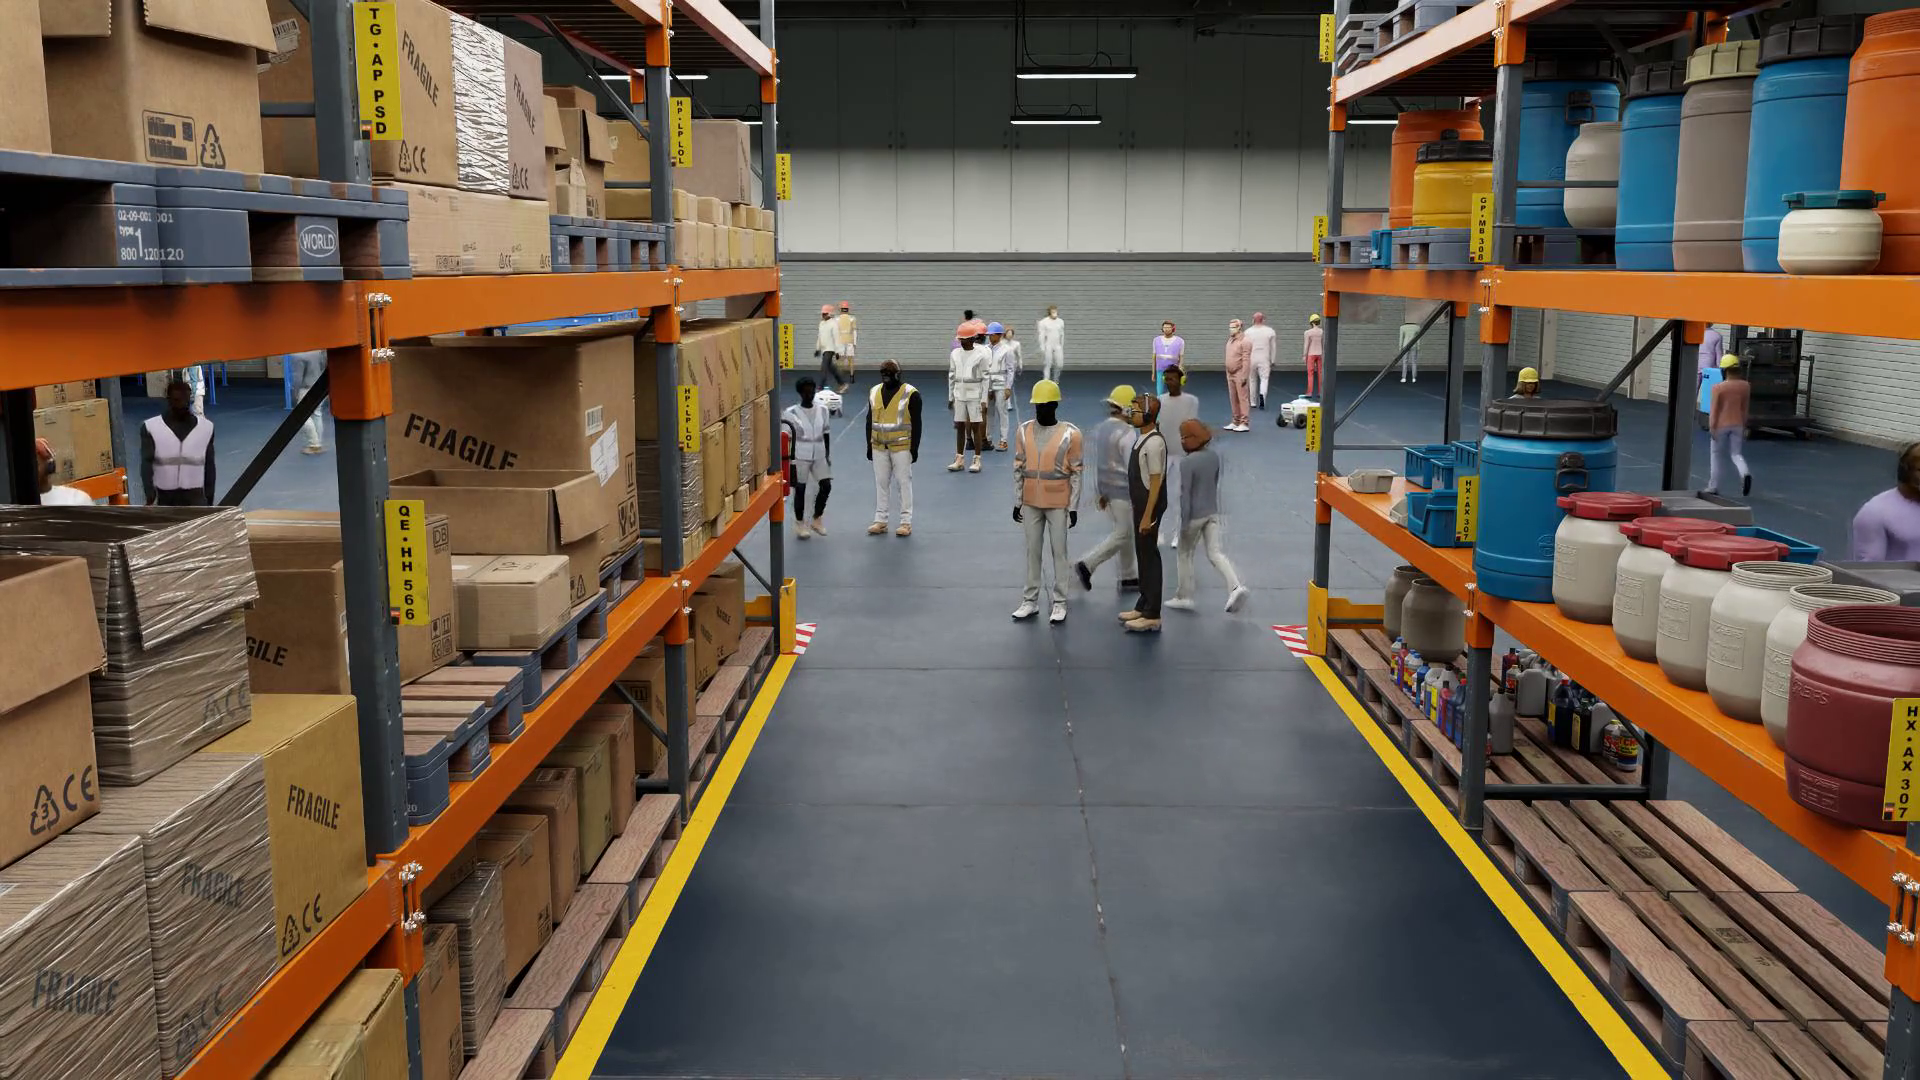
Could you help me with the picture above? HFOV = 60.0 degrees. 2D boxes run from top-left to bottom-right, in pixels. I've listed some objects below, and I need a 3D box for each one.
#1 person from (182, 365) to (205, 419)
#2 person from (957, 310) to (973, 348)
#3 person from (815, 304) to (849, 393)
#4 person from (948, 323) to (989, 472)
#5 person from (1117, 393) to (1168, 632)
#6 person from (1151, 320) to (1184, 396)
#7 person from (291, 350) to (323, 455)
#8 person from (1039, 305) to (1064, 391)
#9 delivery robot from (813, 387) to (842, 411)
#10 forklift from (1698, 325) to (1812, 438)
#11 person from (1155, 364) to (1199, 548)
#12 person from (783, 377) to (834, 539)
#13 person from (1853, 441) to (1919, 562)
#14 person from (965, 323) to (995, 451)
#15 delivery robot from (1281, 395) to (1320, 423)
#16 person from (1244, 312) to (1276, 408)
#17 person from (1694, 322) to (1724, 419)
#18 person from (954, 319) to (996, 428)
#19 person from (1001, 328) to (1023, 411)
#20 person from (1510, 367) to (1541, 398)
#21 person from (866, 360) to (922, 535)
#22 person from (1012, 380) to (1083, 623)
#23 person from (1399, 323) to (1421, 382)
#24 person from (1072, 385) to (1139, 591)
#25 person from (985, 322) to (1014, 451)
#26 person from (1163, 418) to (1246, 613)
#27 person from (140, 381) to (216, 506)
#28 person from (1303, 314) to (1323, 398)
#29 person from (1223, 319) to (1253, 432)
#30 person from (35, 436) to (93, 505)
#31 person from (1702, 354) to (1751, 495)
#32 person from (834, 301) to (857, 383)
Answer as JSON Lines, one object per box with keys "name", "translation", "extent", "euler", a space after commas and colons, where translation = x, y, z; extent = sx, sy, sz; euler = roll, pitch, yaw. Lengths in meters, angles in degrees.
{"name": "person", "translation": [-11.721, -2.206, 25.459], "extent": [0.310, 1.639, 0.514], "euler": [-4, 10, -20]}
{"name": "person", "translation": [0.126, -4.855, 41.222], "extent": [0.706, 1.676, 0.543], "euler": [7, 12, 36]}
{"name": "person", "translation": [-2.815, -4.146, 36.144], "extent": [0.964, 1.959, 0.612], "euler": [-6, 11, -34]}
{"name": "person", "translation": [0.098, -1.946, 22.726], "extent": [0.605, 2.033, 0.392], "euler": [5, 11, 28]}
{"name": "person", "translation": [1.438, -0.224, 12.970], "extent": [0.345, 1.846, 0.508], "euler": [-1, 9, -3]}
{"name": "person", "translation": [3.653, -2.943, 29.253], "extent": [0.567, 1.846, 0.389], "euler": [3, 10, 19]}
{"name": "person", "translation": [-9.718, -2.221, 24.814], "extent": [0.362, 1.896, 0.714], "euler": [1, 10, 6]}
{"name": "person", "translation": [2.028, -4.187, 36.473], "extent": [0.626, 1.924, 0.453], "euler": [-4, 10, -24]}
{"name": "delivery robot", "translation": [-2.483, -2.615, 30.997], "extent": [0.477, 0.478, 0.707], "euler": [-5, 11, -28]}
{"name": "forklift", "translation": [13.248, -3.165, 27.620], "extent": [1.129, 2.768, 1.873], "euler": [0, 9, 1]}
{"name": "person", "translation": [2.119, -0.812, 16.519], "extent": [0.537, 1.840, 0.759], "euler": [4, 10, 24]}
{"name": "person", "translation": [-1.556, -0.842, 17.150], "extent": [0.559, 1.676, 0.476], "euler": [-5, 11, -30]}
{"name": "person", "translation": [5.143, 0.420, 8.973], "extent": [0.660, 1.886, 1.006], "euler": [-1, 10, -7]}
{"name": "person", "translation": [0.287, -2.343, 25.393], "extent": [0.551, 1.933, 0.369], "euler": [6, 11, 33]}
{"name": "delivery robot", "translation": [5.936, -2.276, 28.965], "extent": [0.707, 0.478, 0.477], "euler": [-7, 12, -35]}
{"name": "person", "translation": [5.856, -3.520, 32.603], "extent": [0.647, 1.885, 0.797], "euler": [2, 10, 12]}
{"name": "person", "translation": [13.554, -3.149, 30.307], "extent": [0.686, 1.906, 0.403], "euler": [8, 12, 39]}
{"name": "person", "translation": [0.281, -2.827, 28.441], "extent": [0.606, 1.881, 0.922], "euler": [-8, 13, -41]}
{"name": "person", "translation": [0.938, -3.302, 32.185], "extent": [0.526, 1.589, 0.912], "euler": [-2, 10, -12]}
{"name": "person", "translation": [6.000, -0.963, 17.699], "extent": [0.484, 1.744, 0.296], "euler": [-2, 10, -10]}
{"name": "person", "translation": [-0.717, -0.974, 17.480], "extent": [0.633, 1.840, 0.429], "euler": [5, 11, 25]}
{"name": "person", "translation": [0.686, -0.313, 13.258], "extent": [0.585, 1.929, 0.371], "euler": [5, 11, 27]}
{"name": "person", "translation": [10.735, -4.583, 39.715], "extent": [0.498, 1.633, 0.279], "euler": [1, 10, 9]}
{"name": "person", "translation": [1.323, -0.432, 14.320], "extent": [0.724, 1.807, 0.588], "euler": [-3, 10, -16]}
{"name": "person", "translation": [0.538, -2.340, 25.339], "extent": [0.601, 1.948, 0.386], "euler": [7, 12, 36]}
{"name": "person", "translation": [2.000, -0.192, 13.531], "extent": [0.495, 1.600, 0.772], "euler": [-8, 12, -40]}
{"name": "person", "translation": [-6.594, -0.416, 14.079], "extent": [0.609, 1.864, 1.023], "euler": [-7, 11, -34]}
{"name": "person", "translation": [7.504, -3.890, 35.190], "extent": [0.522, 1.762, 0.320], "euler": [-2, 10, -14]}
{"name": "person", "translation": [4.697, -2.798, 28.257], "extent": [0.399, 1.899, 0.635], "euler": [-4, 10, -23]}
{"name": "person", "translation": [-5.246, 0.347, 9.473], "extent": [0.596, 1.864, 0.555], "euler": [-1, 10, -5]}
{"name": "person", "translation": [9.381, -1.391, 20.250], "extent": [0.532, 1.744, 0.681], "euler": [-1, 9, -3]}
{"name": "person", "translation": [-2.735, -4.710, 39.564], "extent": [0.549, 1.936, 0.377], "euler": [-2, 10, -10]}
